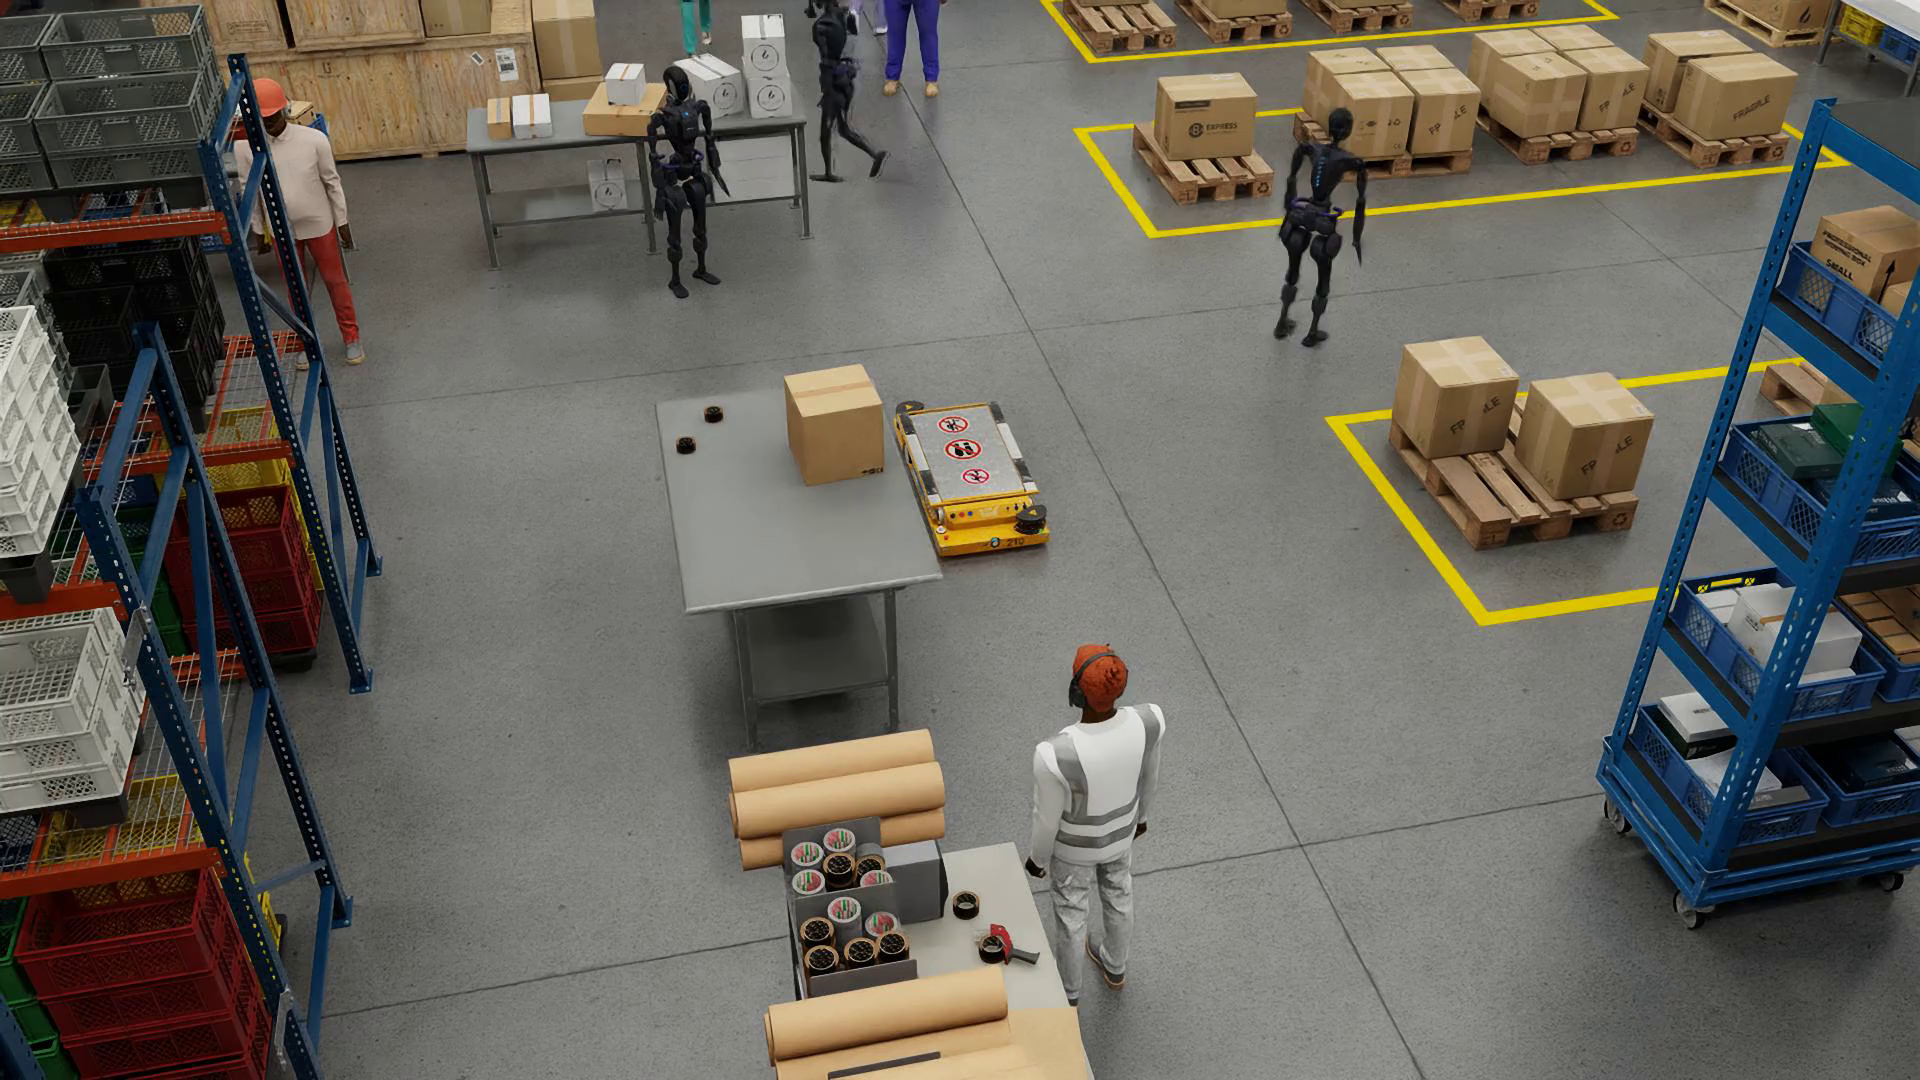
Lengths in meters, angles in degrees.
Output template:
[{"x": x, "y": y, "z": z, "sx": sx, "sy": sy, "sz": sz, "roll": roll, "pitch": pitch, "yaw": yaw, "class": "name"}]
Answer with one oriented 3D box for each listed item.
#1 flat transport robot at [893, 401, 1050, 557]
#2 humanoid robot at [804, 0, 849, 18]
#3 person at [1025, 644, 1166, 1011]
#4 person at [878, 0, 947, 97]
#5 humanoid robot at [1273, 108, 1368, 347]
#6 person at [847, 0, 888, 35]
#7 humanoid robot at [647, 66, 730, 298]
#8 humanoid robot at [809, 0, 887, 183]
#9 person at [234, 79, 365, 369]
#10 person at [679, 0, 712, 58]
[{"x": 0.046, "y": -0.430, "z": 10.108, "sx": 0.652, "sy": 0.197, "sz": 1.431, "roll": -8, "pitch": 37, "yaw": -10, "class": "flat transport robot"}, {"x": -1.392, "y": -6.022, "z": 16.476, "sx": 0.642, "sy": 1.651, "sz": 0.322, "roll": 8, "pitch": 37, "yaw": 11, "class": "humanoid robot"}, {"x": 0.517, "y": 1.167, "z": 6.635, "sx": 0.574, "sy": 1.882, "sz": 0.356, "roll": -19, "pitch": 41, "yaw": -23, "class": "person"}, {"x": -0.430, "y": -4.919, "z": 14.682, "sx": 0.687, "sy": 2.000, "sz": 0.536, "roll": 4, "pitch": 37, "yaw": 5, "class": "person"}, {"x": 2.432, "y": -2.096, "z": 11.184, "sx": 0.621, "sy": 1.636, "sz": 0.368, "roll": 23, "pitch": 43, "yaw": 28, "class": "humanoid robot"}, {"x": -0.843, "y": -5.737, "z": 15.895, "sx": 0.615, "sy": 1.897, "sz": 0.625, "roll": 17, "pitch": 40, "yaw": 22, "class": "person"}, {"x": -1.933, "y": -2.540, "z": 11.776, "sx": 0.593, "sy": 1.657, "sz": 0.327, "roll": -30, "pitch": 46, "yaw": -34, "class": "humanoid robot"}, {"x": -0.933, "y": -3.639, "z": 13.279, "sx": 0.568, "sy": 1.640, "sz": 0.576, "roll": 9, "pitch": 38, "yaw": 12, "class": "humanoid robot"}, {"x": -4.313, "y": -2.052, "z": 10.867, "sx": 0.622, "sy": 1.992, "sz": 0.383, "roll": -7, "pitch": 37, "yaw": -9, "class": "person"}, {"x": -2.510, "y": -5.394, "z": 15.587, "sx": 0.537, "sy": 1.709, "sz": 0.950, "roll": -4, "pitch": 37, "yaw": -6, "class": "person"}]
